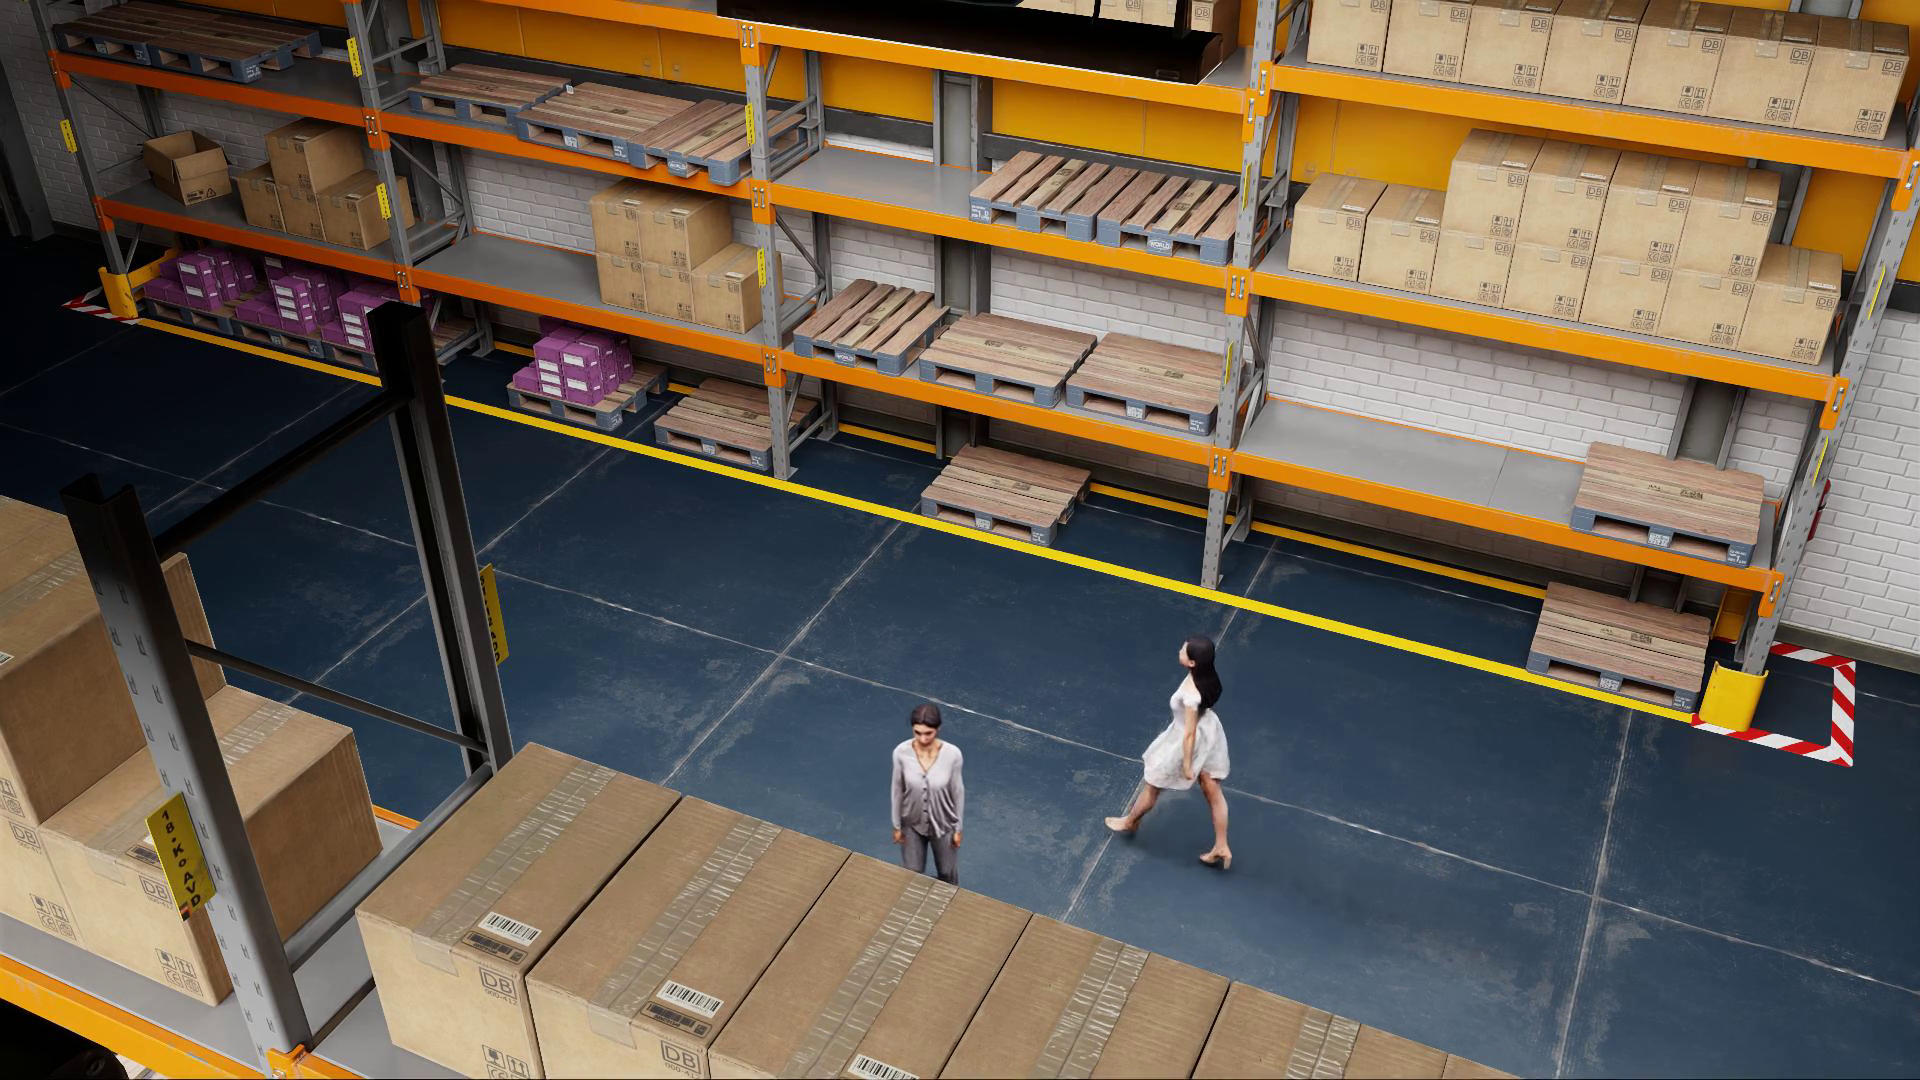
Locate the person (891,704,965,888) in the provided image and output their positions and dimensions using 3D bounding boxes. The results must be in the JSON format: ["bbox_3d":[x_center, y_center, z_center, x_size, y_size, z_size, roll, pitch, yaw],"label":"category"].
[{"bbox_3d":[-0.186,1.671,9.971,0.574,1.770,0.711,3,34,4],"label":"person"}]

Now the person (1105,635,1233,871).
[{"bbox_3d":[1.550,1.360,10.467,1.110,1.738,0.679,18,38,25],"label":"person"}]
